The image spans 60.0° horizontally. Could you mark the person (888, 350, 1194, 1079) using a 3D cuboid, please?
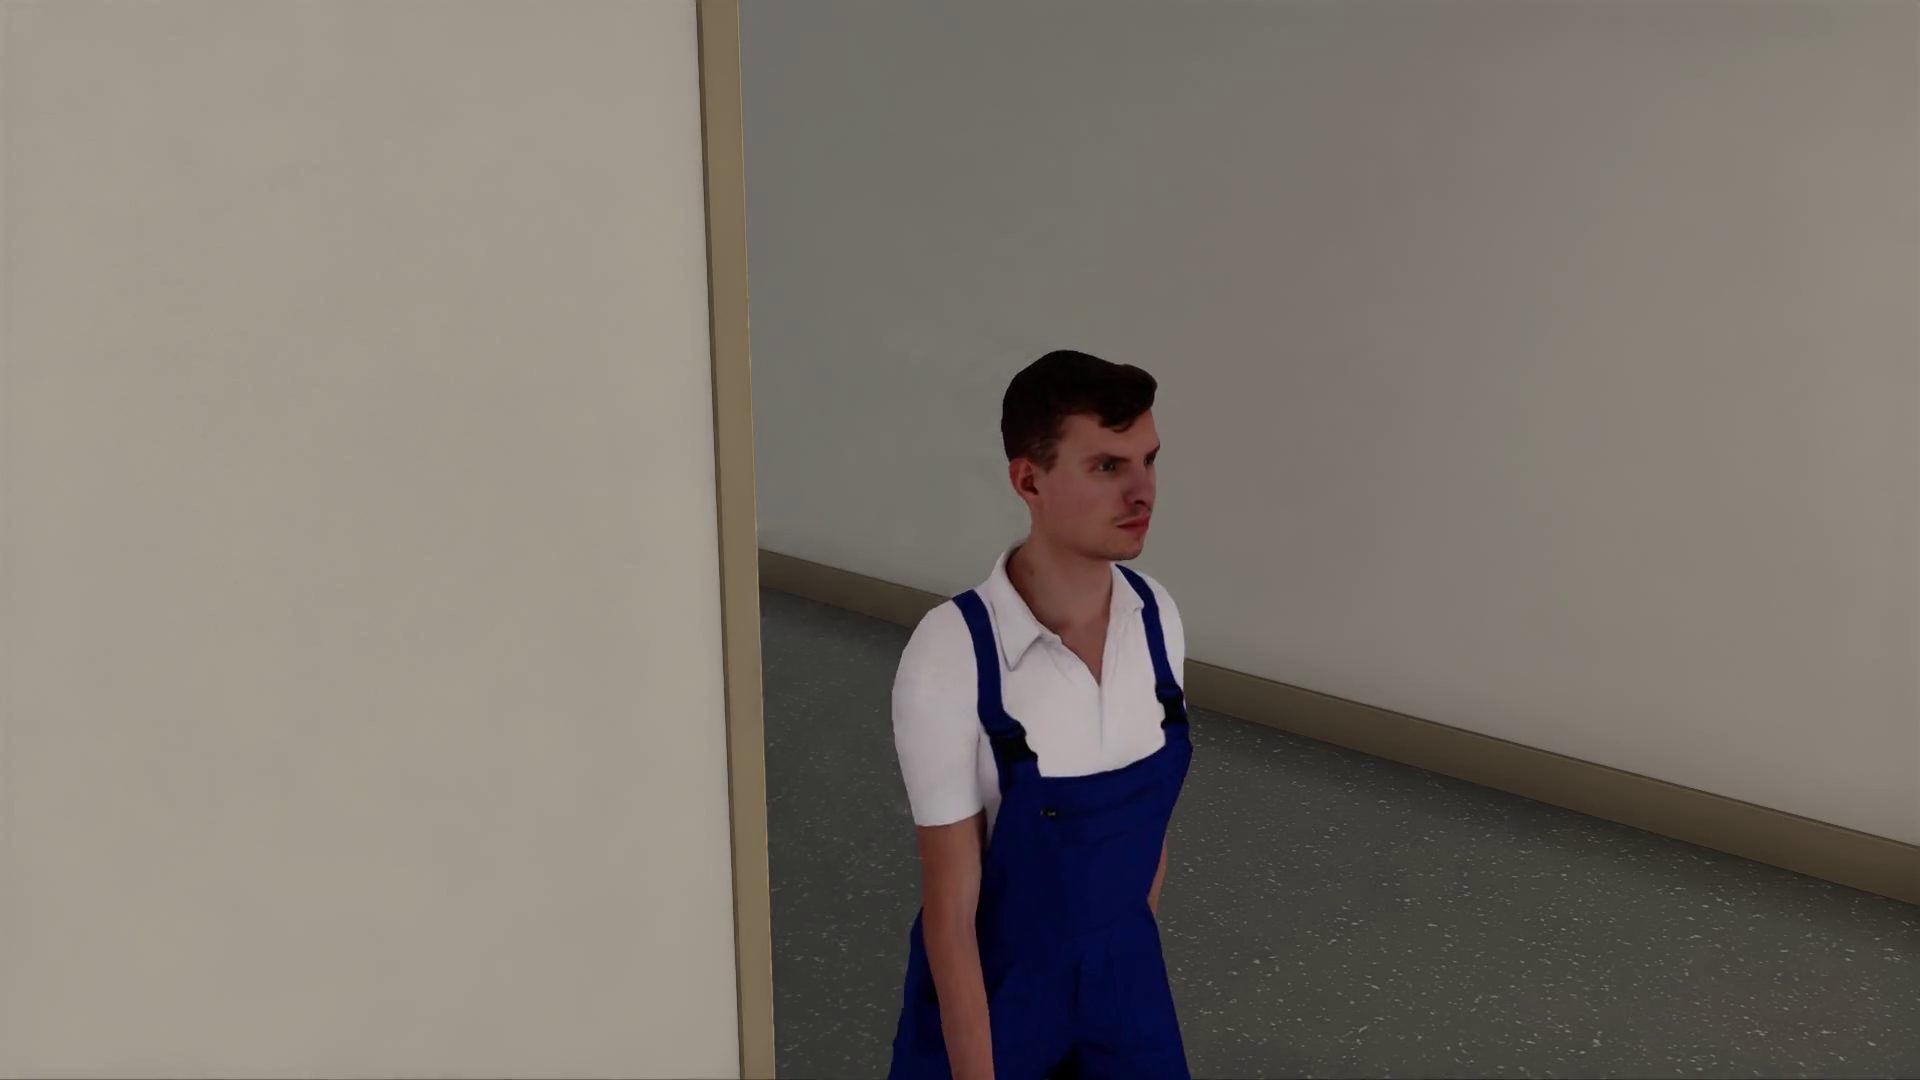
[{"bbox_3d":[0.043,0.650,2.352,1.263,1.798,0.957,-10,19,-31],"label":"person"}]
